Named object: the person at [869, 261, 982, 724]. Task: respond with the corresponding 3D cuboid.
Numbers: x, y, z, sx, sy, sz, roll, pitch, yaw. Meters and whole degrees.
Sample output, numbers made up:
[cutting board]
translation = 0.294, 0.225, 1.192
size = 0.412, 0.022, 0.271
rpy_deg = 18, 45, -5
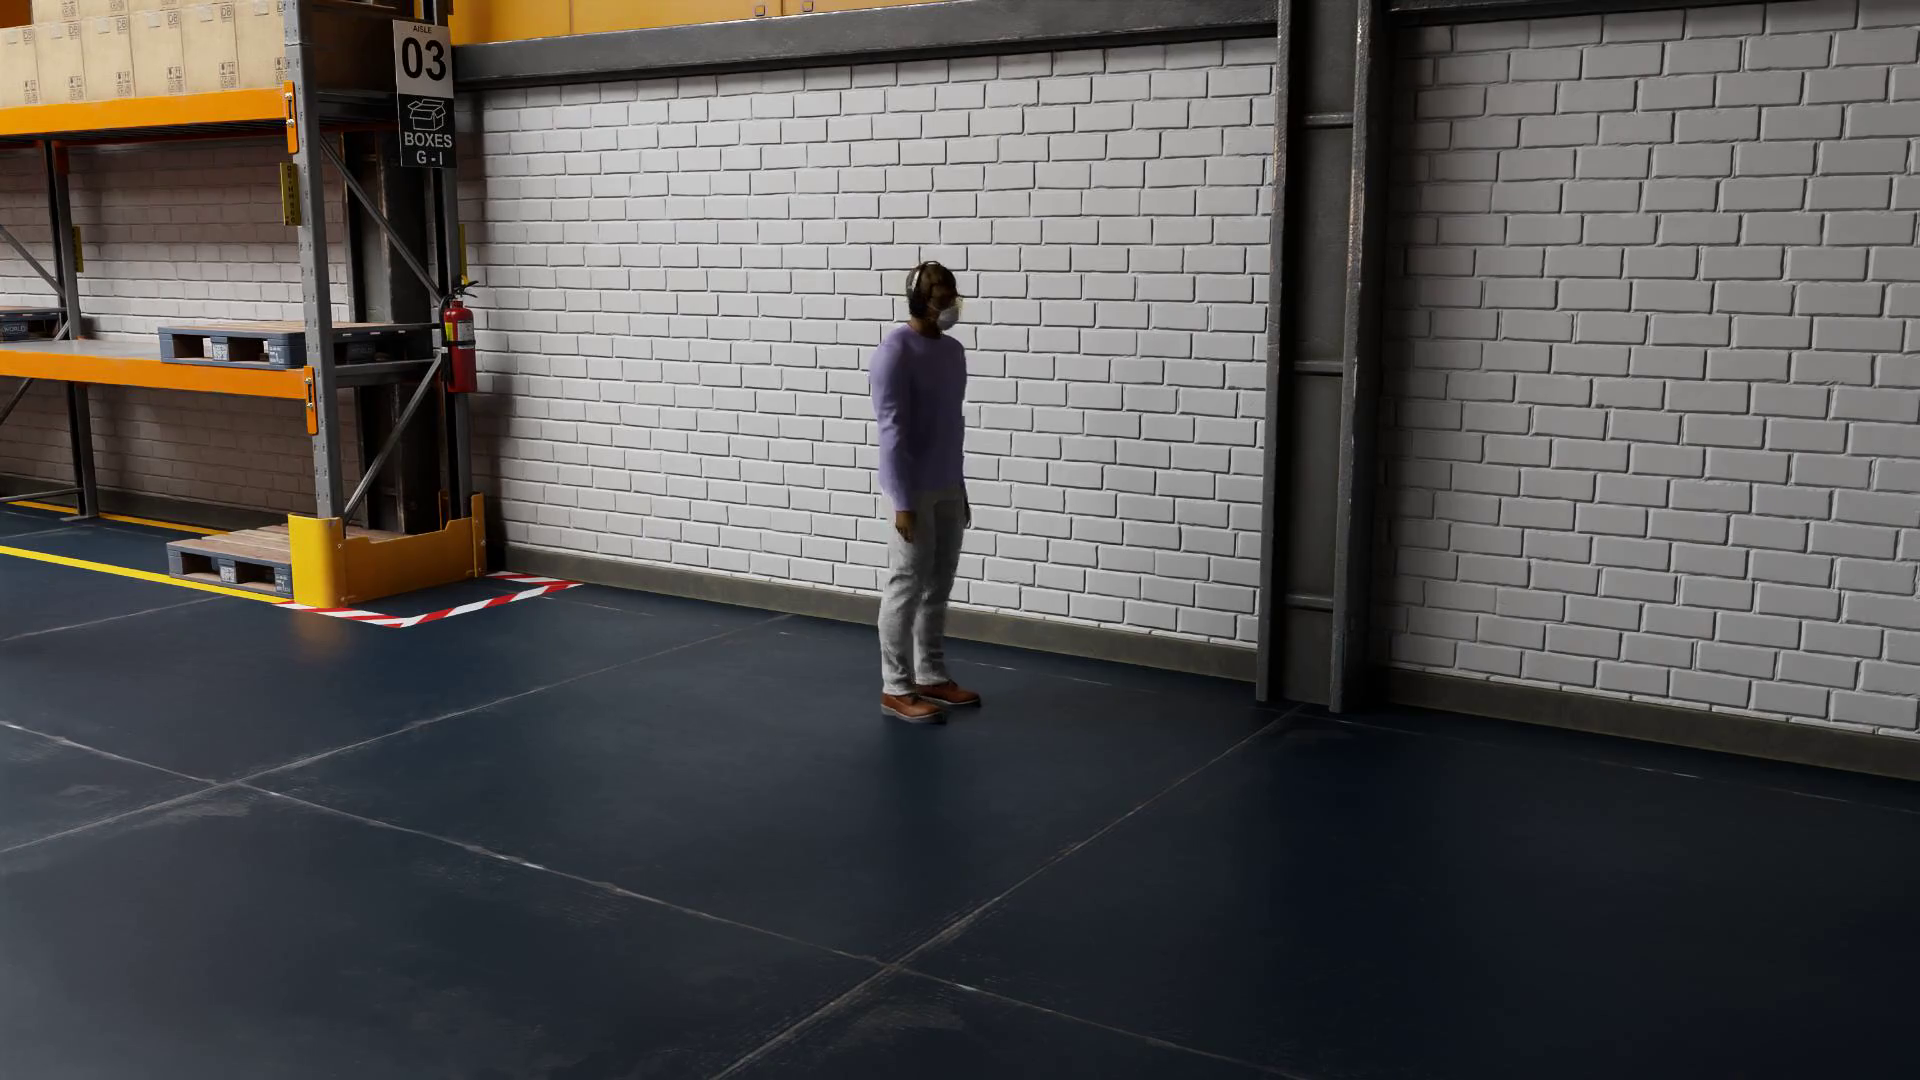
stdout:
[person]
translation = -0.139, -0.201, 7.043
size = 0.395, 1.935, 0.656
rpy_deg = 6, 12, 28
